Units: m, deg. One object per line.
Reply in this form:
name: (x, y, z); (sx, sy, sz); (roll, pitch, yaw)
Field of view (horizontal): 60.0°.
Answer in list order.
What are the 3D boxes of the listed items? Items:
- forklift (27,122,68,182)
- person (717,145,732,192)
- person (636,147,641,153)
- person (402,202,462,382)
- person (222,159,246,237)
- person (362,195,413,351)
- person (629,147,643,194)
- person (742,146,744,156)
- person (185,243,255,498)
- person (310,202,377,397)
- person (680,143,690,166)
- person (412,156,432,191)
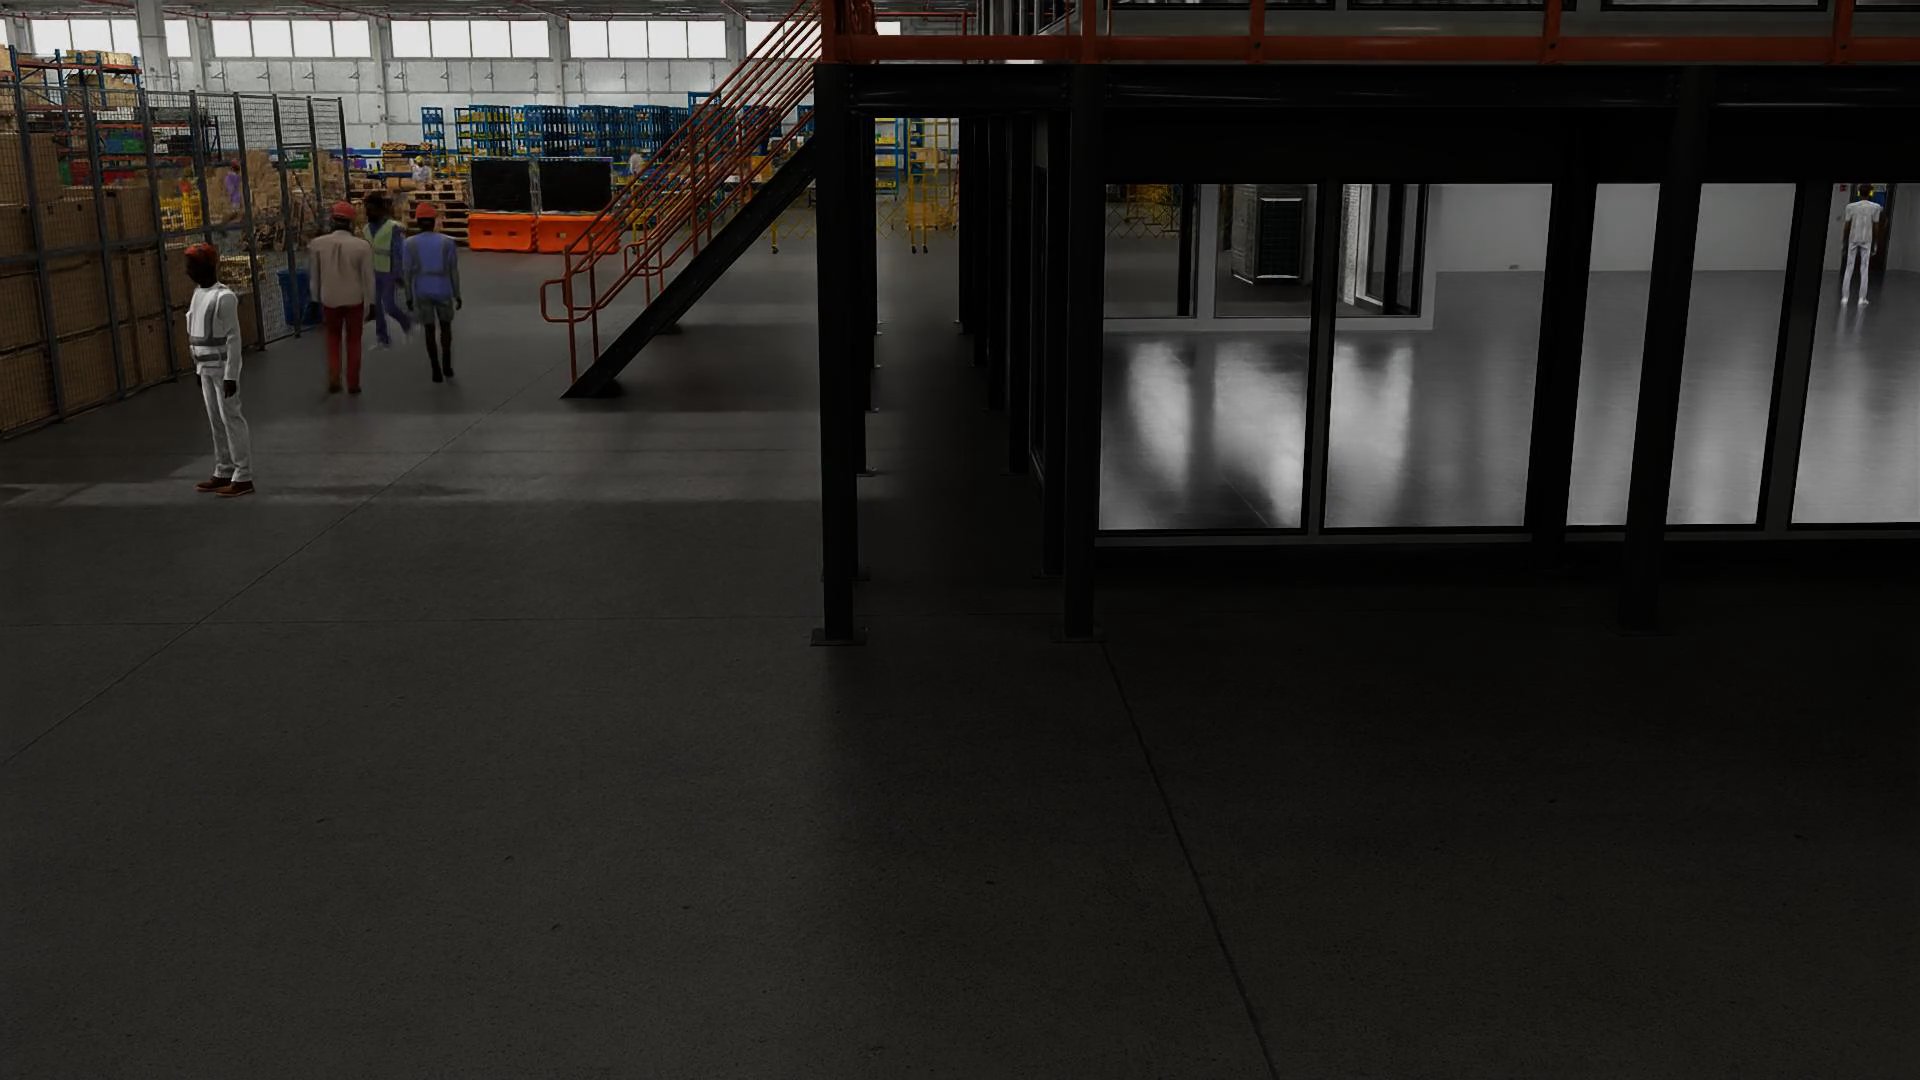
forklift: (-35.376, -14.773, 64.377); (1.129, 2.768, 1.873); (-1, 14, -2)
person: (-8.255, -12.897, 58.588); (0.608, 2.039, 0.395); (-13, 19, -42)
person: (-14.295, -16.471, 73.442); (0.487, 1.751, 0.533); (0, 14, -1)
person: (-5.725, -2.690, 18.033); (0.581, 1.914, 0.681); (-5, 15, -20)
person: (-17.680, -8.319, 40.548); (0.552, 1.913, 0.776); (9, 17, 33)
person: (-7.048, -3.276, 20.414); (0.618, 1.891, 0.561); (7, 16, 27)
person: (-12.172, -13.754, 62.327); (0.394, 1.896, 0.656); (7, 15, 24)
person: (-11.202, -20.235, 88.061); (0.703, 1.968, 0.569); (-4, 15, -16)
person: (-5.534, -1.259, 12.380); (0.573, 1.887, 0.356); (12, 19, 41)
person: (-6.274, -2.449, 16.982); (0.638, 1.962, 0.533); (-2, 14, -8)
person: (-13.860, -19.218, 84.270); (0.600, 1.830, 0.403); (-5, 15, -20)
person: (-16.559, -10.928, 51.236); (0.609, 1.789, 0.921); (-1, 14, -4)
